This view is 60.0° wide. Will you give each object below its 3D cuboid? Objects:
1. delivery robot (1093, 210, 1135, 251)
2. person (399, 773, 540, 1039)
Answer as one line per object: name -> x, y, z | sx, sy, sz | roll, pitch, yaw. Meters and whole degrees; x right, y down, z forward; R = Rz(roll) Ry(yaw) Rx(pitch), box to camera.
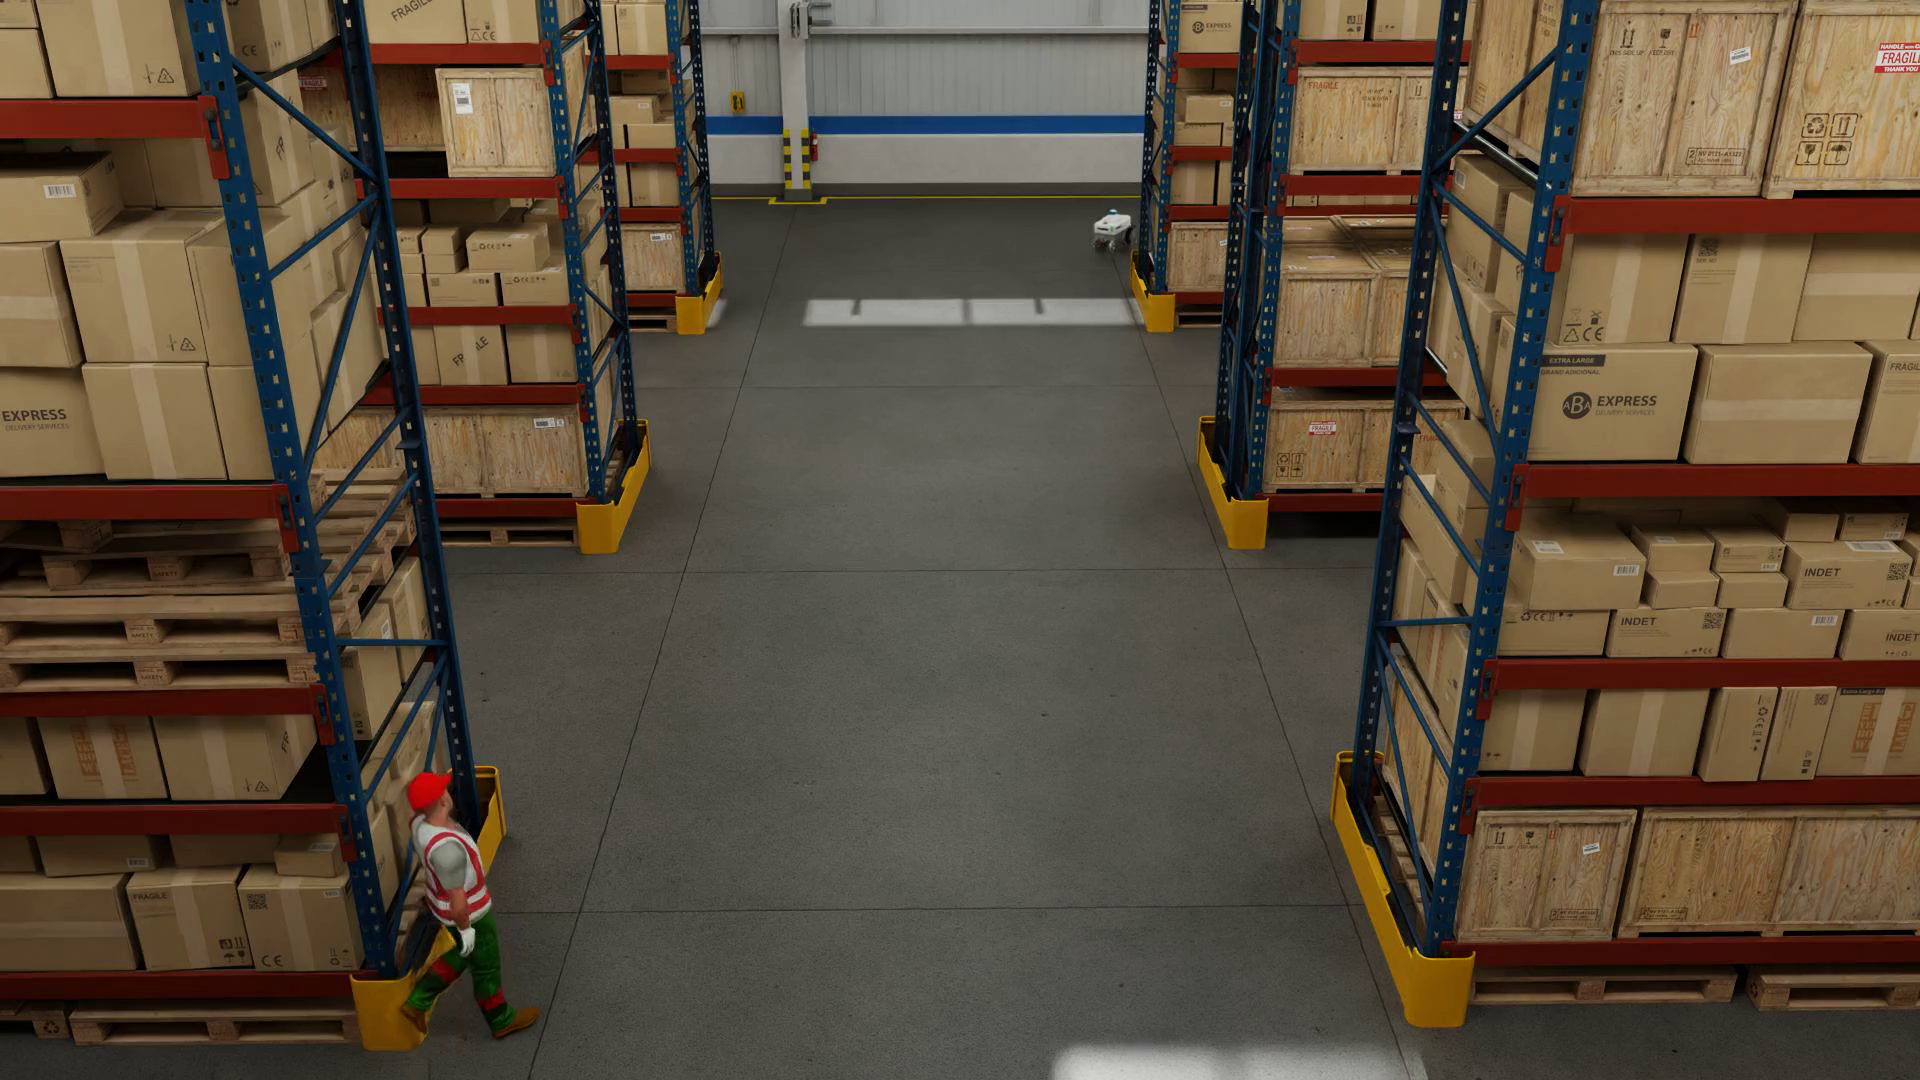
delivery robot -> 2.278, -4.757, 25.638 | 0.667, 0.535, 0.696 | 13, 28, 26
person -> -2.851, 2.089, 9.380 | 0.747, 1.766, 0.546 | -17, 30, -32
